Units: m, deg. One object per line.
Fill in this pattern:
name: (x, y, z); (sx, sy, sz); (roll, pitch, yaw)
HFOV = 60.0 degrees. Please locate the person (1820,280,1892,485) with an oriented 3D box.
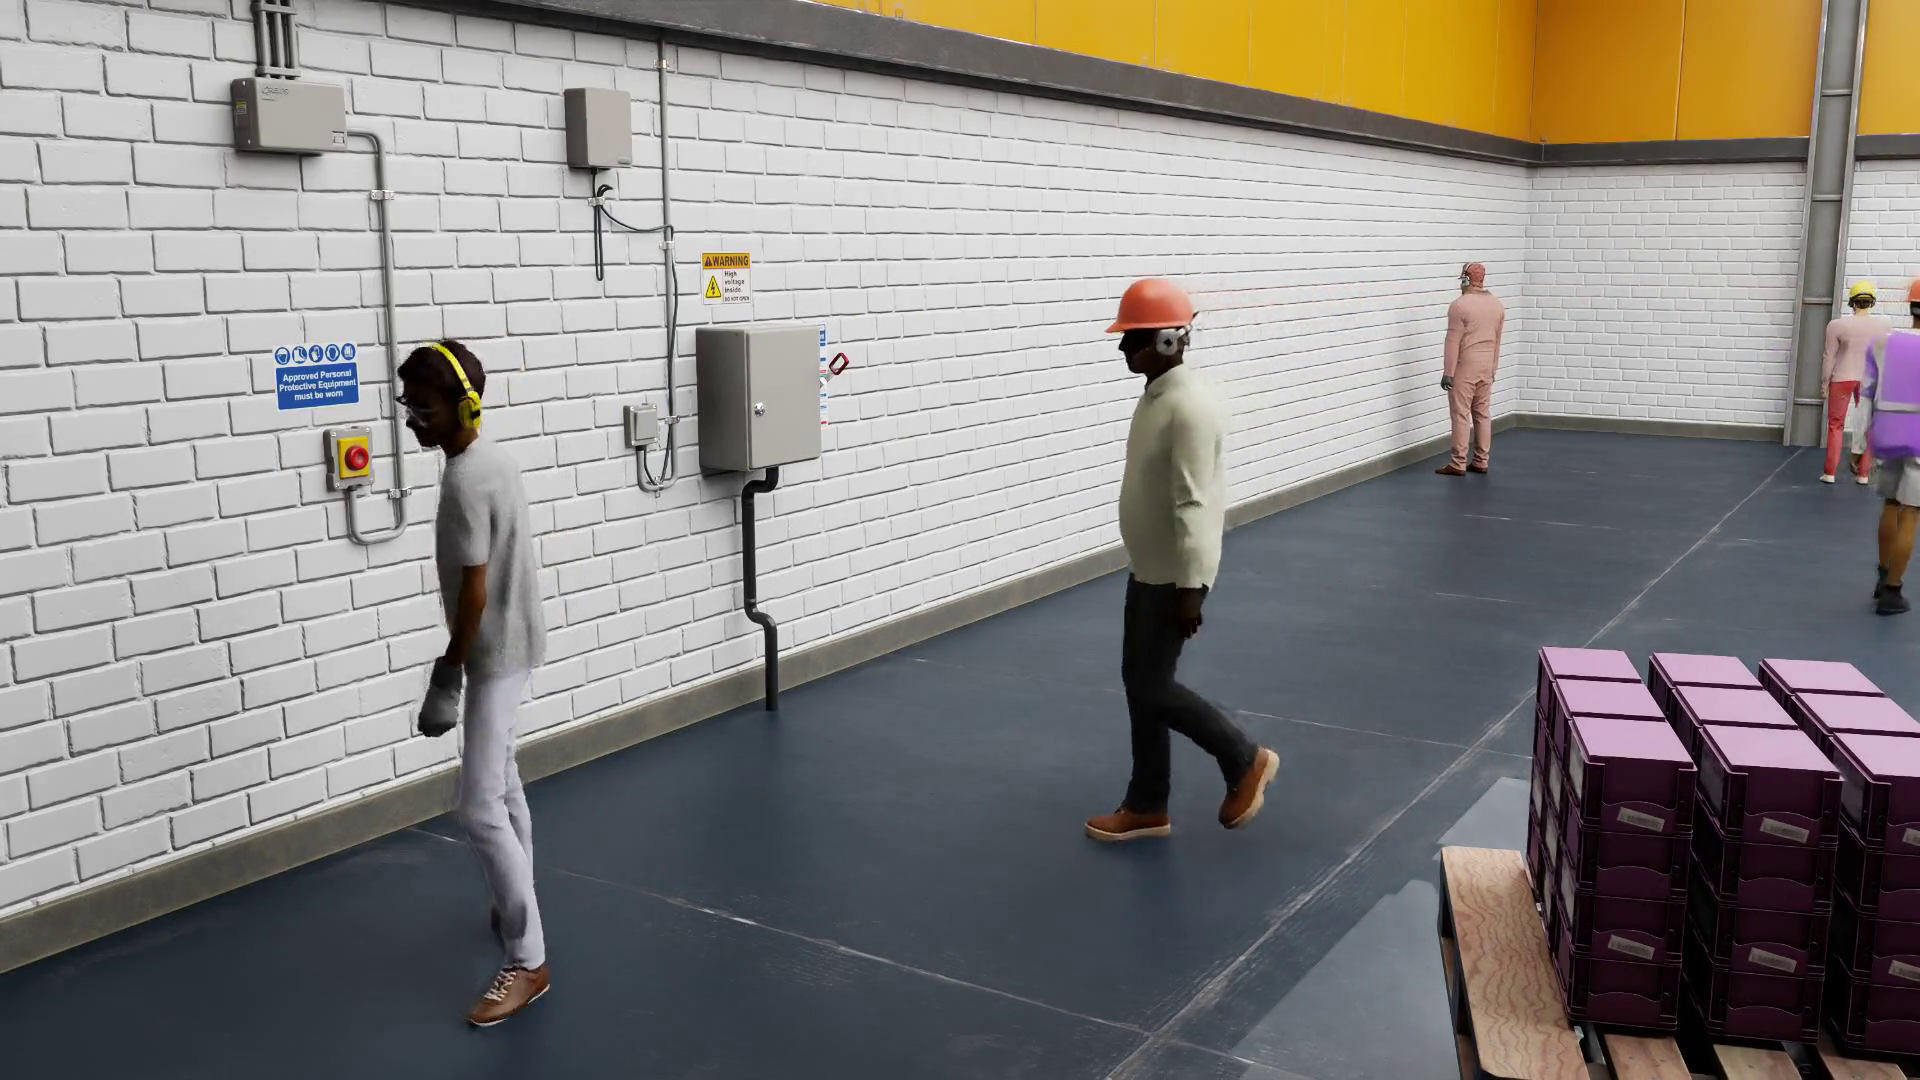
person: (7.707, -1.352, 14.349); (0.518, 1.756, 0.342); (2, 11, 13)

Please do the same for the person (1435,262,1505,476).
person: (4.562, -1.526, 14.927); (0.642, 1.903, 0.402); (-6, 12, -32)

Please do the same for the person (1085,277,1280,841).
person: (0.759, 0.094, 5.720); (0.563, 1.976, 0.642); (-2, 10, -11)

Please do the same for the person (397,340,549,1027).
person: (-1.351, 0.349, 4.732); (0.350, 1.838, 0.807); (-2, 10, -10)

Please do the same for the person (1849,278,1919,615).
person: (5.398, -0.538, 9.384); (0.639, 1.916, 0.581); (-8, 13, -38)
